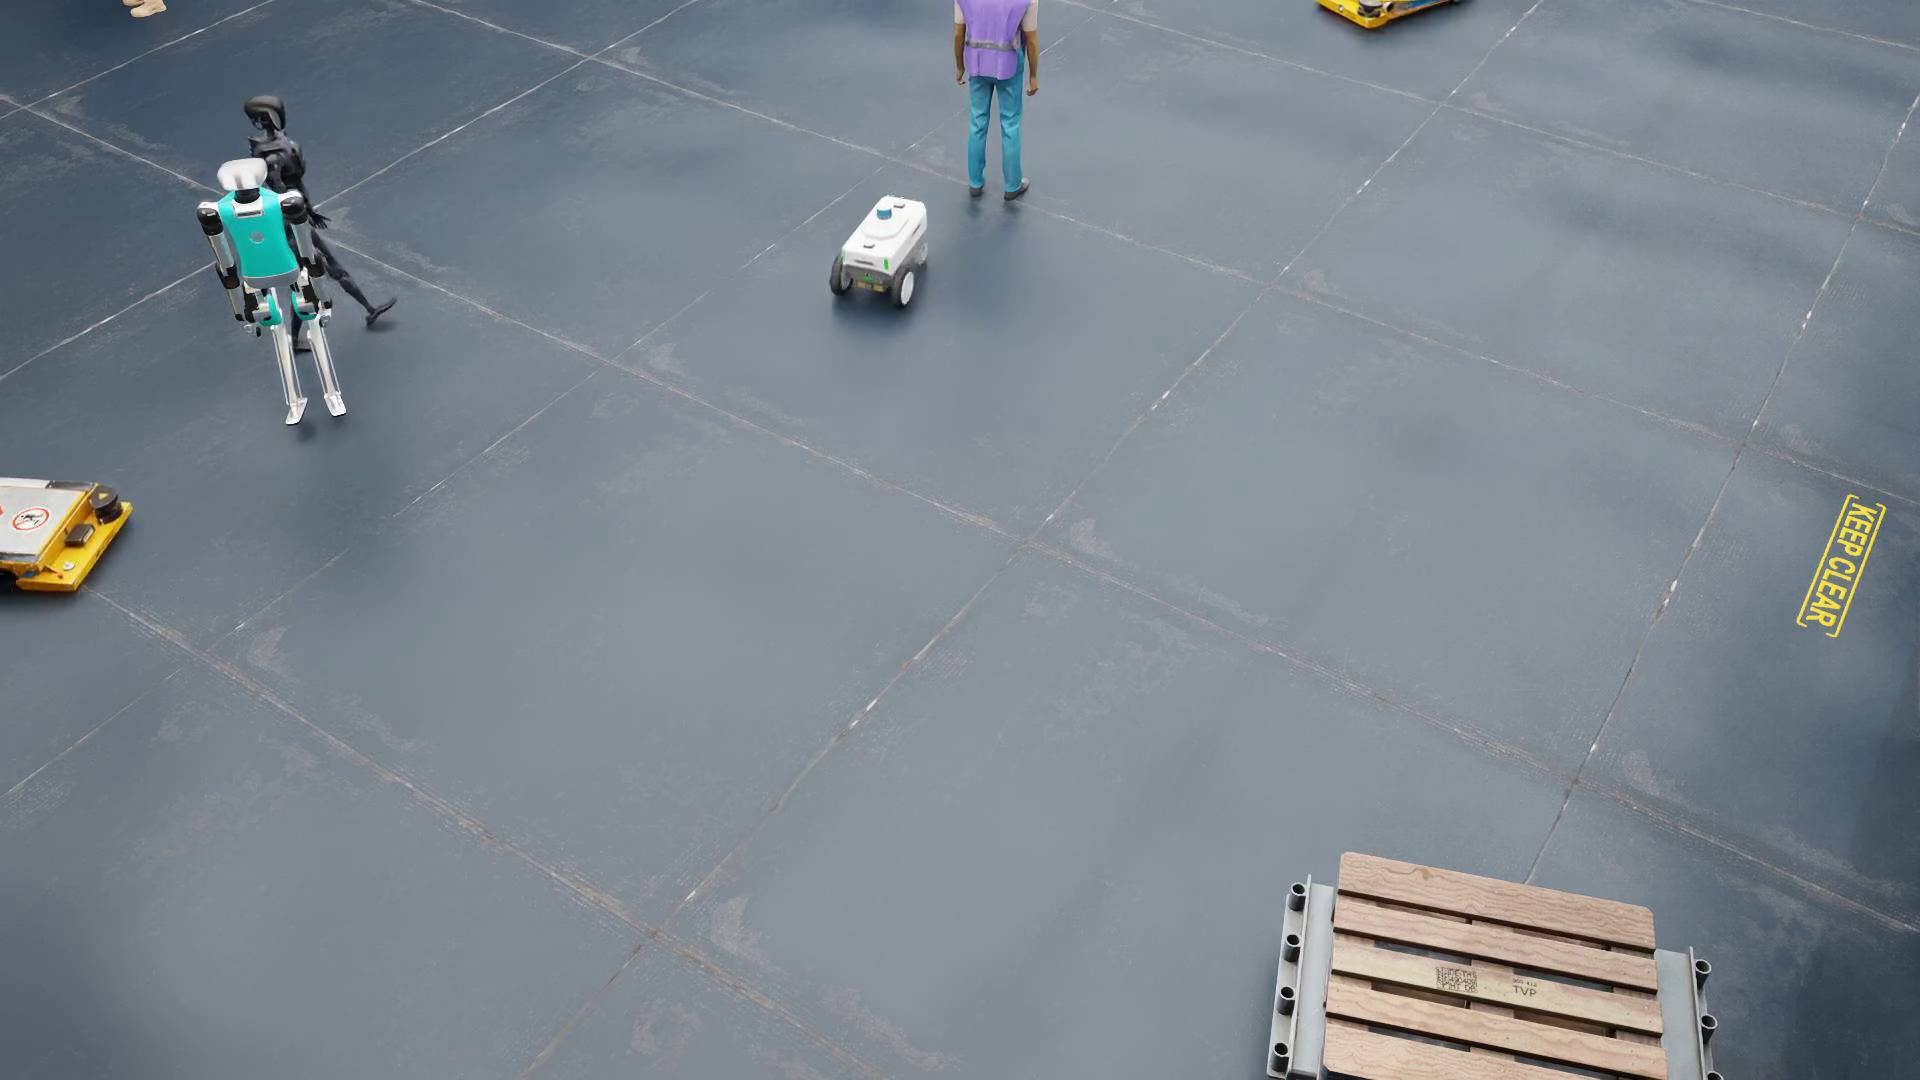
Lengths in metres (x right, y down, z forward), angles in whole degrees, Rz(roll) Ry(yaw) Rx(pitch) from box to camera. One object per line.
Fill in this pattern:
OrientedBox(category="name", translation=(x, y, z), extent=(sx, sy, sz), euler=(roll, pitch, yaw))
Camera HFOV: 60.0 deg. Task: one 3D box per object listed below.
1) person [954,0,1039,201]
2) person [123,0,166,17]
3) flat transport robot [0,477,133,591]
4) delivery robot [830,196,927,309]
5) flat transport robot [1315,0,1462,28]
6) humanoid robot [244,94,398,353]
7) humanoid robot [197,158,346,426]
OrientedBox(category="person", translation=(0.238, -3.131, 11.099), extent=(0.571, 1.843, 0.376), euler=(10, 43, 11))
OrientedBox(category="person", translation=(-6.824, -5.111, 13.390), extent=(0.316, 1.746, 0.485), euler=(-22, 46, -23))
OrientedBox(category="flat transport robot", translation=(-5.248, -0.047, 8.832), extent=(1.431, 0.231, 0.659), euler=(4, 42, 4))
OrientedBox(category="delivery robot", translation=(-0.486, -1.863, 10.662), extent=(0.499, 0.611, 0.809), euler=(14, 44, 15))
OrientedBox(category="flat transport robot", translation=(3.748, -4.662, 13.996), extent=(1.431, 0.231, 0.659), euler=(-23, 47, -24))
OrientedBox(category="humanoid robot", translation=(-3.850, -1.869, 9.832), extent=(0.732, 1.629, 0.589), euler=(-11, 43, -12))
OrientedBox(category="humanoid robot", translation=(-3.745, -1.434, 9.182), extent=(0.533, 1.677, 0.735), euler=(-11, 43, -12))
